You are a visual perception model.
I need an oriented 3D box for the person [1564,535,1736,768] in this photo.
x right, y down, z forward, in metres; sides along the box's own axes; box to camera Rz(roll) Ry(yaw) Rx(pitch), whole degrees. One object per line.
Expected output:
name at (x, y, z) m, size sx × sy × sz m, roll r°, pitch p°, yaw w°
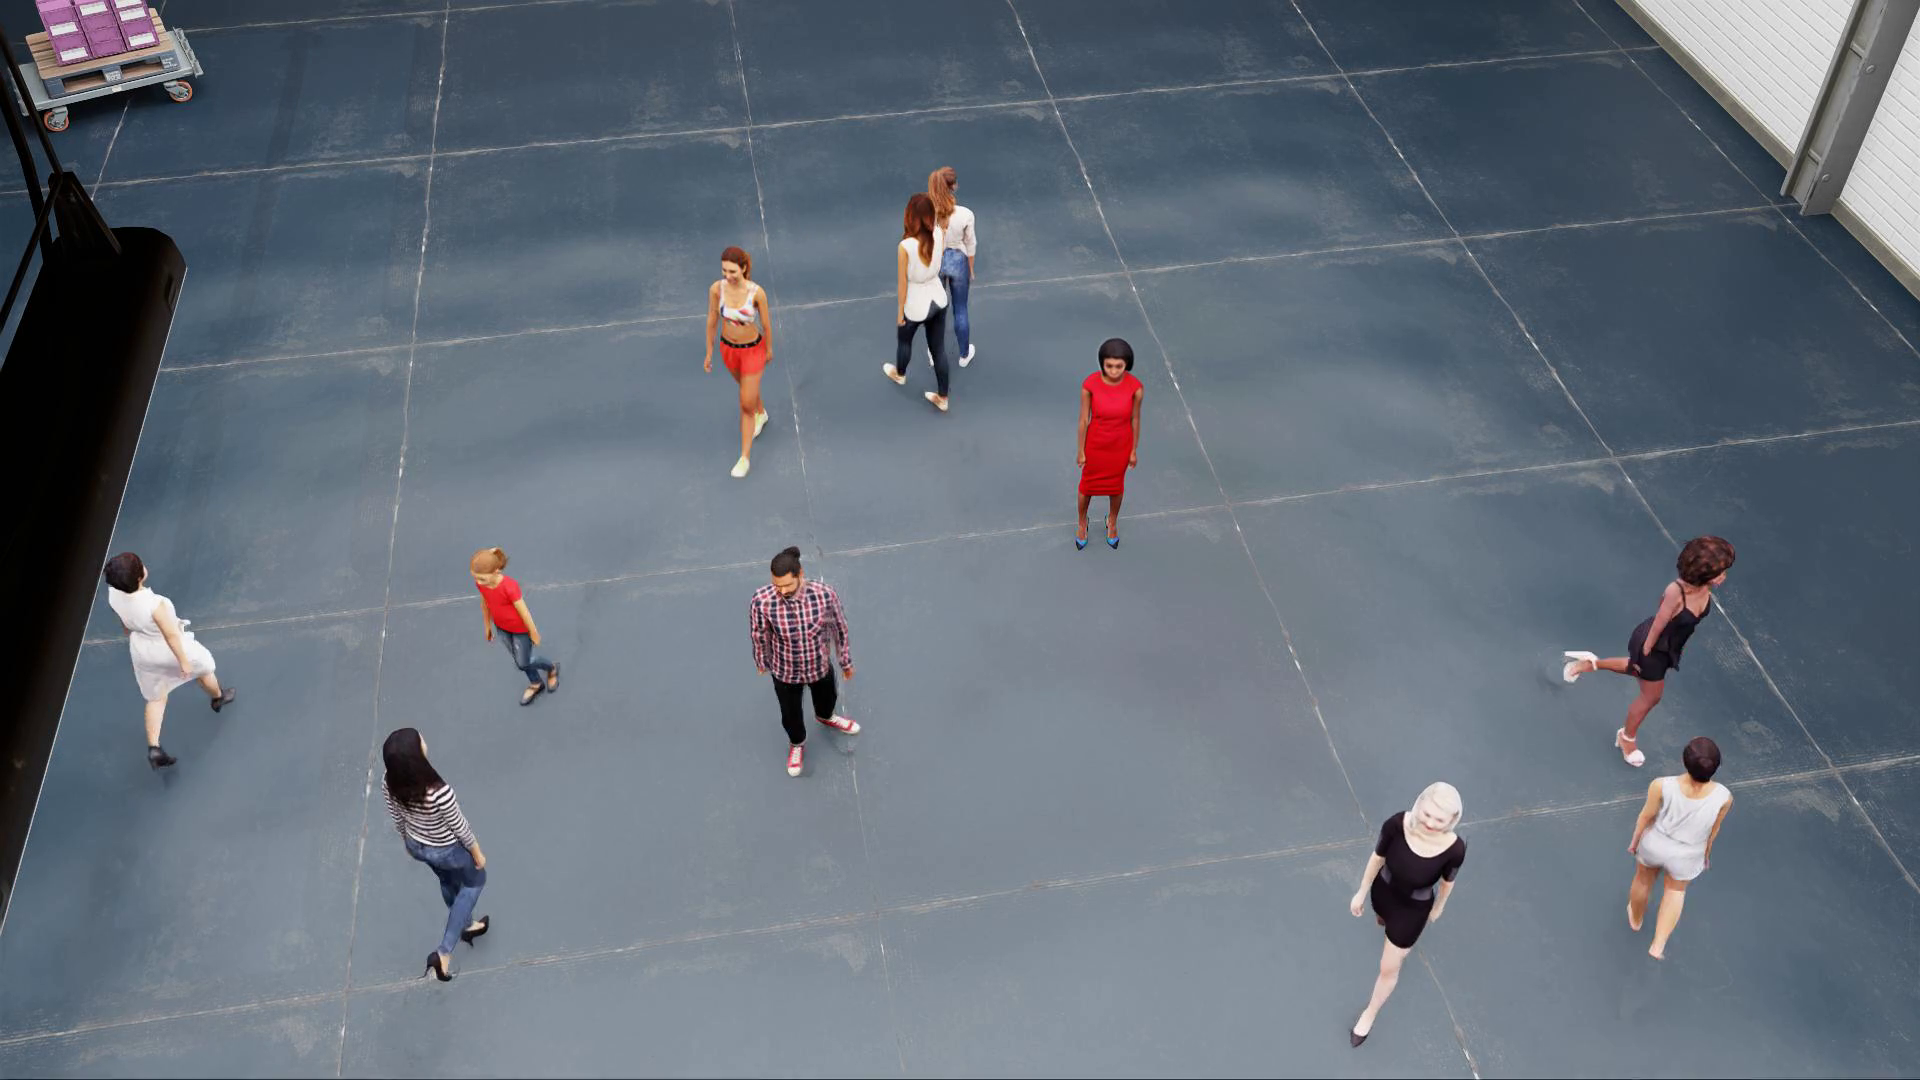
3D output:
person at (4.085, 0.587, 9.923) m, size 0.836 × 1.760 × 1.052 m, roll -26°, pitch 49°, yaw -25°

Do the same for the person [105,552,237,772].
person at (-4.813, 0.727, 9.948) m, size 0.798 × 1.523 × 1.083 m, roll 8°, pitch 44°, yaw 9°

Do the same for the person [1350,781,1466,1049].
person at (2.311, 1.800, 8.626) m, size 1.081 × 1.793 × 1.168 m, roll 24°, pitch 49°, yaw 23°

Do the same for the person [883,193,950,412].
person at (-0.203, -1.696, 12.323) m, size 0.879 × 1.755 × 1.034 m, roll -27°, pitch 50°, yaw -26°

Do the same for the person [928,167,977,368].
person at (-0.101, -2.074, 12.740) m, size 0.655 × 1.728 × 0.600 m, roll 4°, pitch 44°, yaw 4°

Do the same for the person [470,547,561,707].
person at (-2.739, 0.489, 10.365) m, size 0.653 × 1.292 × 0.714 m, roll 19°, pitch 47°, yaw 18°

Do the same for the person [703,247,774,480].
person at (-1.543, -1.408, 12.021) m, size 0.890 × 1.755 × 1.153 m, roll 11°, pitch 45°, yaw 11°

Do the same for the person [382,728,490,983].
person at (-2.773, 1.699, 8.741) m, size 0.809 × 1.781 × 0.929 m, roll 13°, pitch 45°, yaw 13°

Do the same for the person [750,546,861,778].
person at (-0.914, 0.678, 9.837) m, size 0.787 × 1.747 × 0.690 m, roll -16°, pitch 46°, yaw -16°

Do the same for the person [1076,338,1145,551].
person at (0.994, -0.634, 11.218) m, size 0.600 × 1.743 × 0.561 m, roll 1°, pitch 44°, yaw 1°

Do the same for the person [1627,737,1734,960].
person at (3.789, 1.691, 8.878) m, size 0.792 × 1.603 × 0.883 m, roll 17°, pitch 46°, yaw 17°
